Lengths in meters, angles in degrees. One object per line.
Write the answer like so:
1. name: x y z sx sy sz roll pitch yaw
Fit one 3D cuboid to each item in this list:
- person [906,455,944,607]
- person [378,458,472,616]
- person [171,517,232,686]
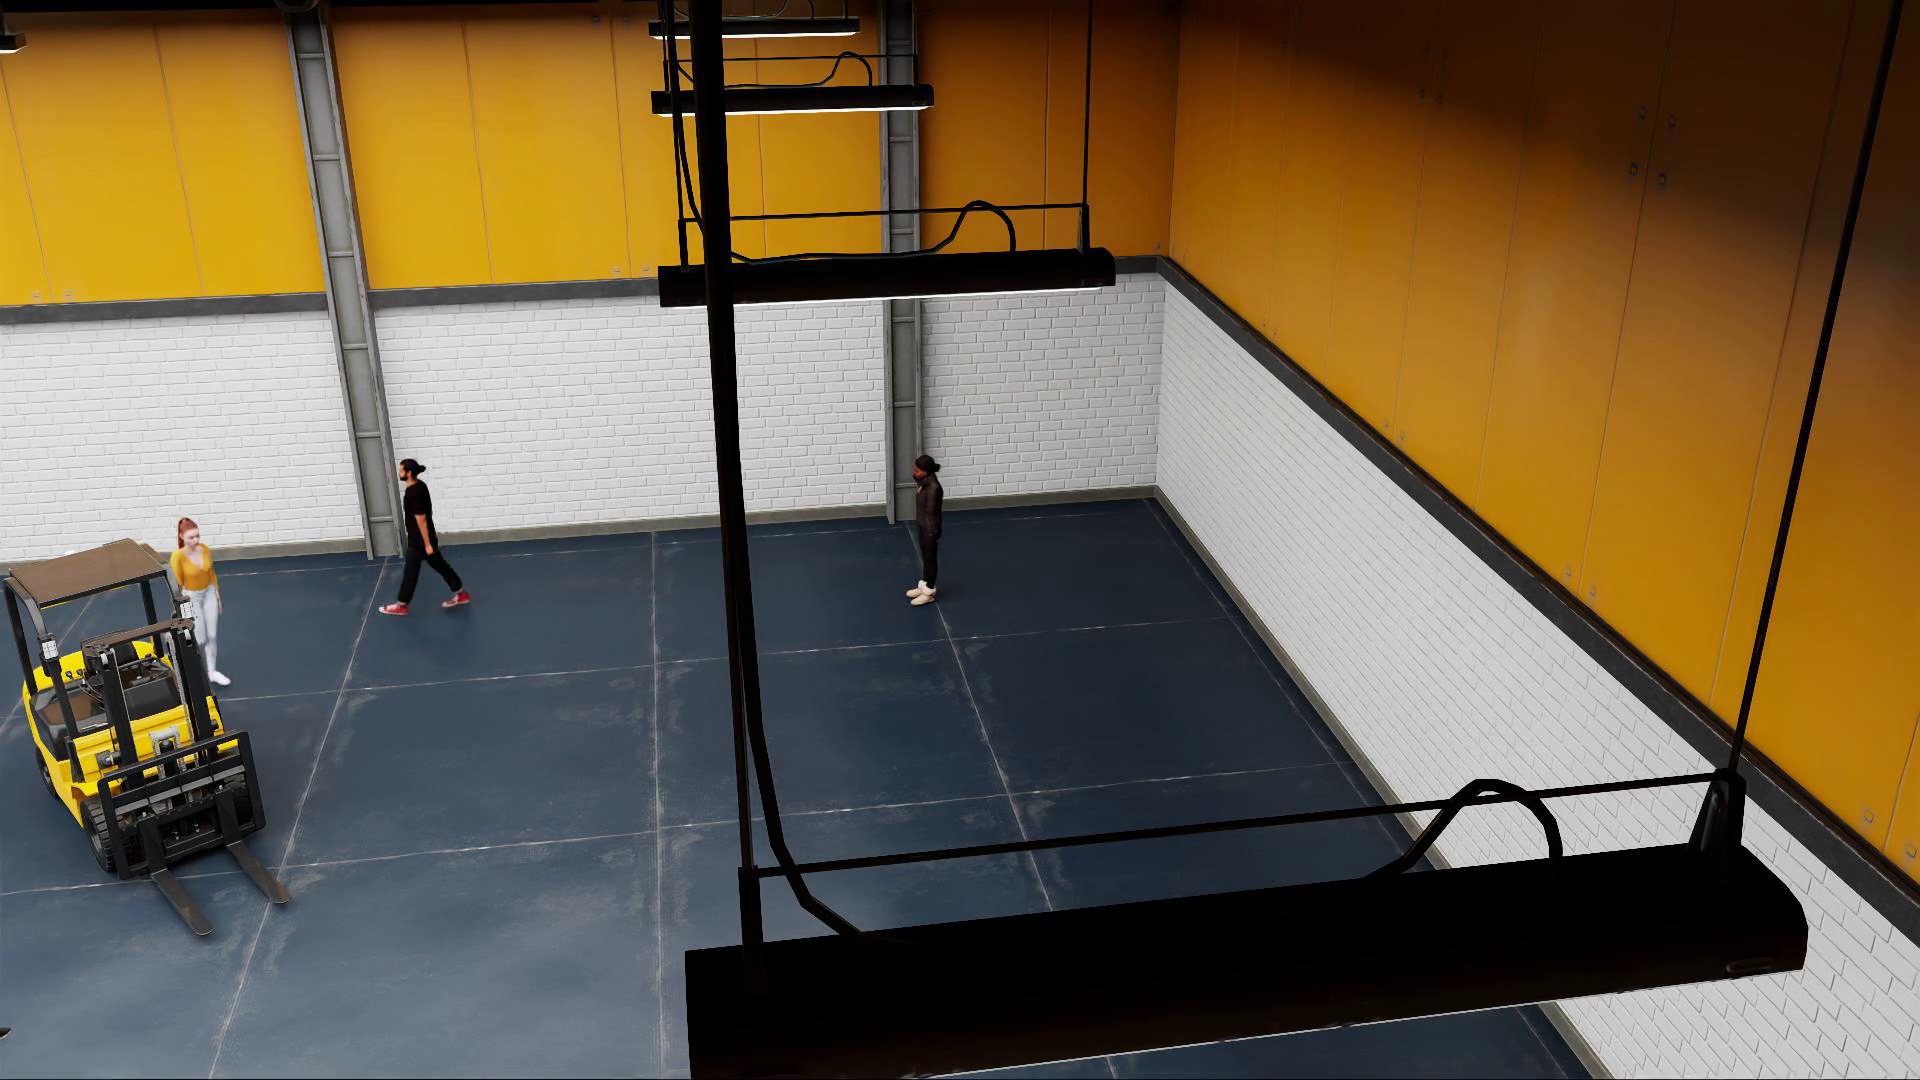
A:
1. person: -0.316 -0.132 17.693 0.650 1.661 0.598 -7 24 -15
2. person: -5.534 -0.020 17.375 1.167 1.712 0.697 -6 24 -13
3. person: -7.373 0.577 15.986 0.935 1.730 0.852 13 27 27
